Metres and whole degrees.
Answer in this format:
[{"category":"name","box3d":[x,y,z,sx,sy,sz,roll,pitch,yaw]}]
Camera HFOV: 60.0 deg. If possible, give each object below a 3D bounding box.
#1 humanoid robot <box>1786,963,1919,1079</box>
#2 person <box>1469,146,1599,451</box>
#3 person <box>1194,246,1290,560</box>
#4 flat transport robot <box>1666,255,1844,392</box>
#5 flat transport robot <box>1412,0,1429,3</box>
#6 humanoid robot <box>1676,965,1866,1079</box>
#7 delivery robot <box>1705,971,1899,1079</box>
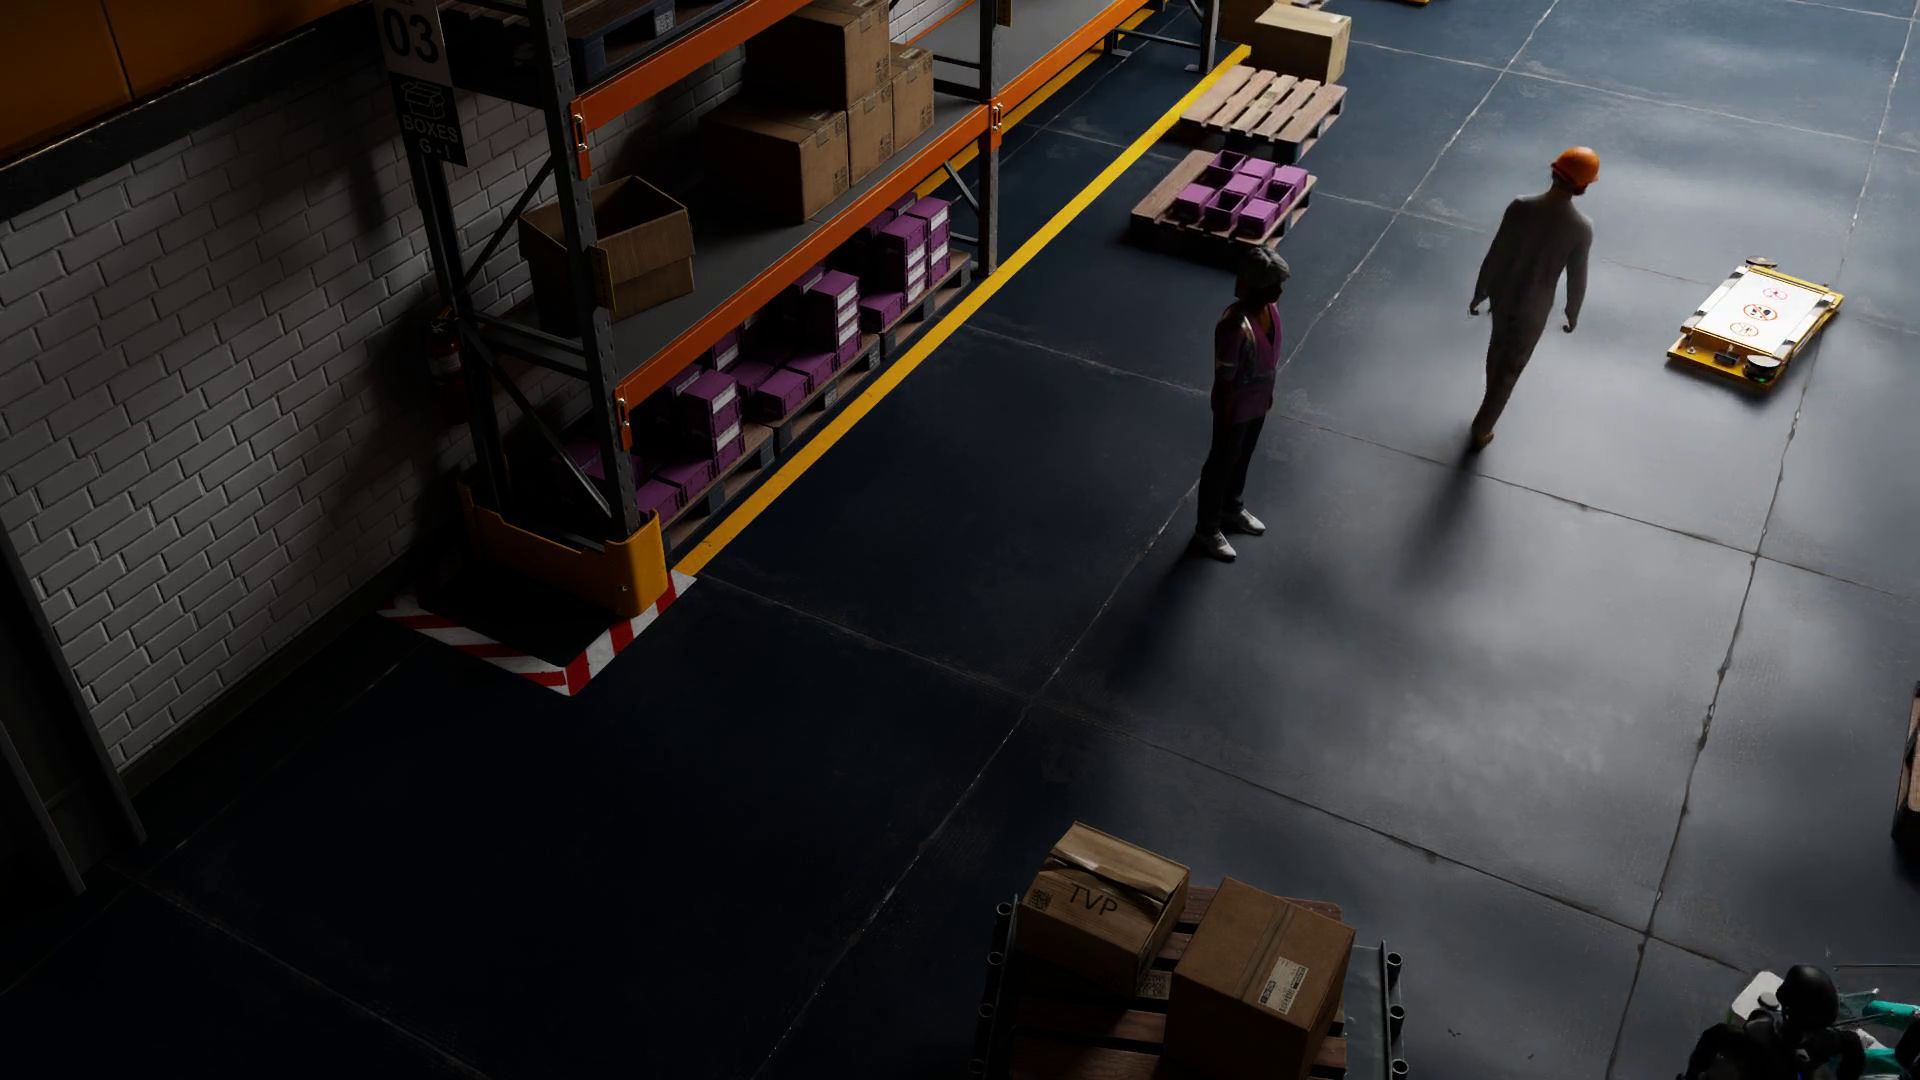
[{"category":"humanoid robot","box3d":[3.310,1.595,6.058,0.546,1.765,0.960,-29,47,-31]},{"category":"person","box3d":[3.348,-1.431,9.752,0.582,1.843,0.799,27,46,29]},{"category":"person","box3d":[1.515,-0.738,8.884,0.327,1.843,0.516,25,45,28]},{"category":"flat transport robot","box3d":[5.300,-1.452,11.035,0.659,0.231,1.431,28,46,30]},{"category":"flat transport robot","box3d":[4.458,-5.599,16.219,0.659,0.231,1.431,20,43,23]},{"category":"humanoid robot","box3d":[2.635,1.969,5.623,0.589,1.650,0.360,3,39,3]},{"category":"delivery robot","box3d":[3.332,2.048,6.429,0.499,0.593,0.797,-29,47,-31]}]
